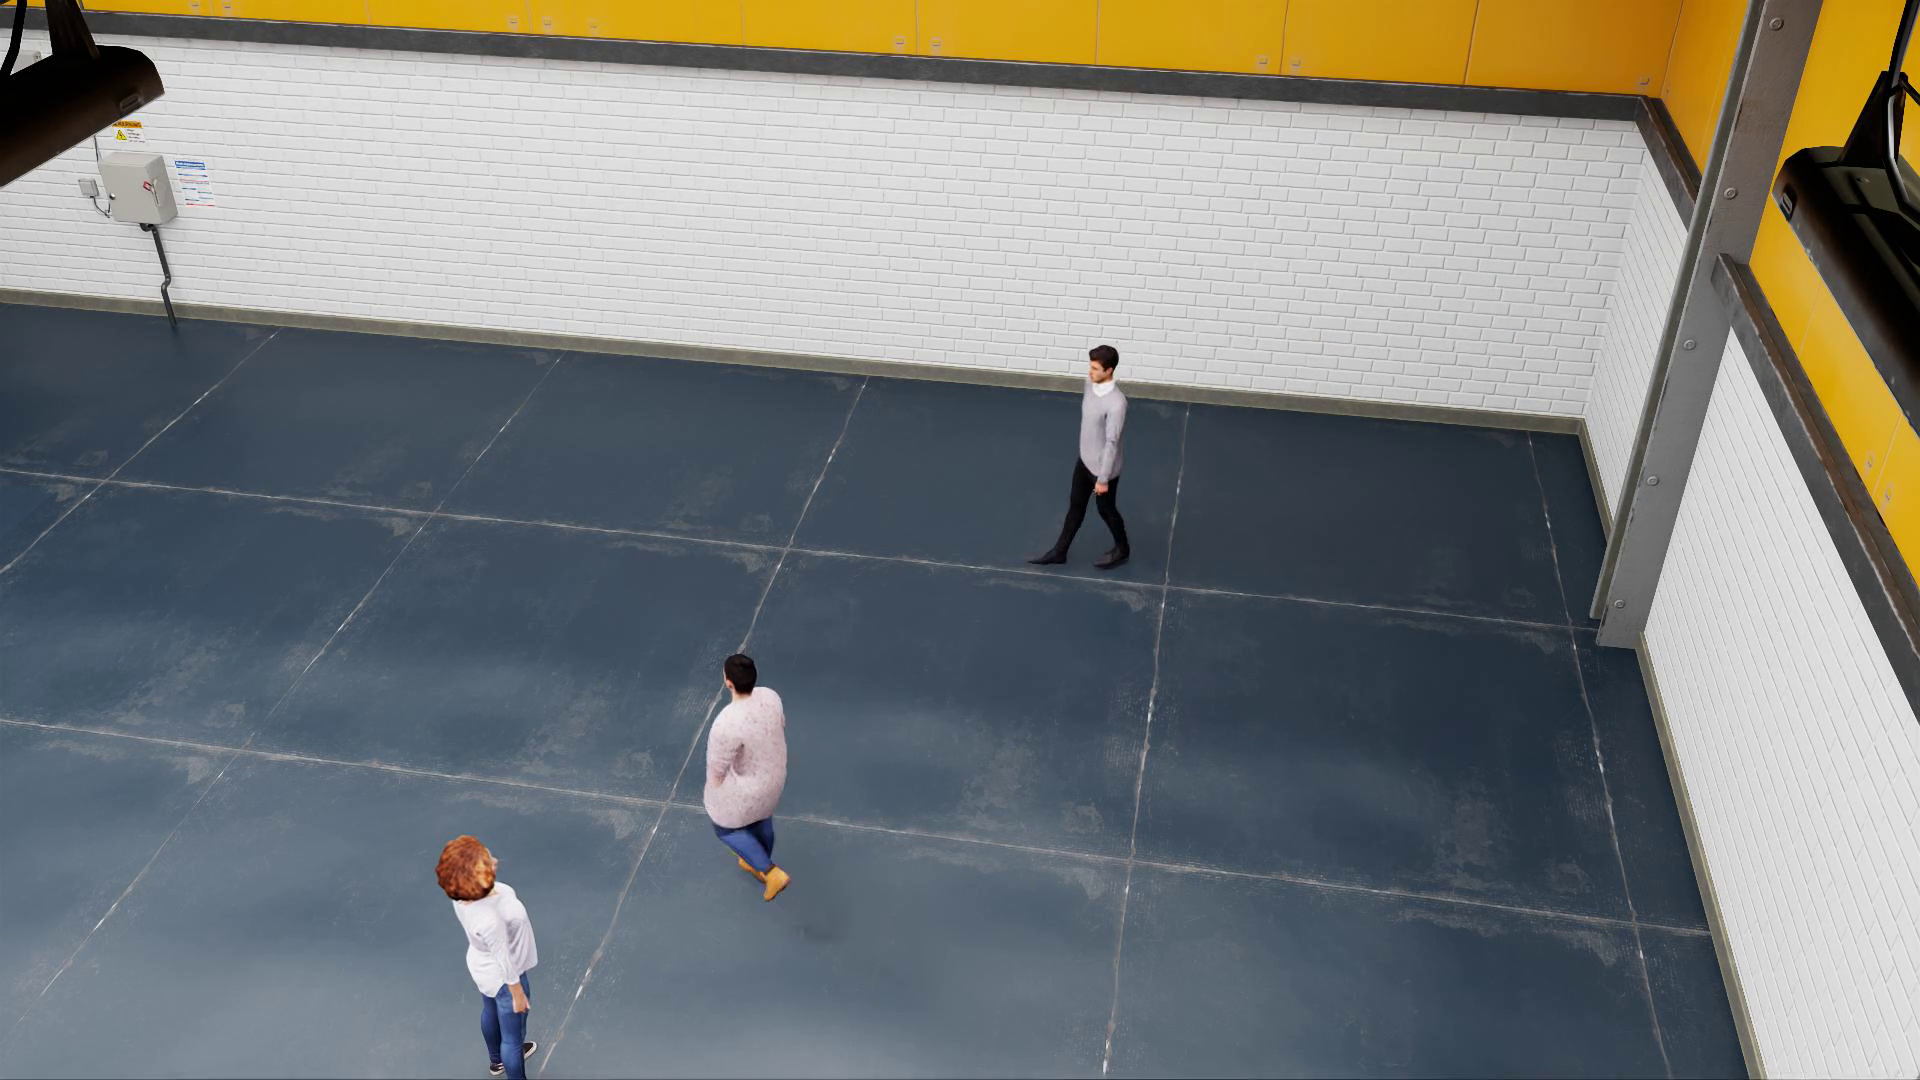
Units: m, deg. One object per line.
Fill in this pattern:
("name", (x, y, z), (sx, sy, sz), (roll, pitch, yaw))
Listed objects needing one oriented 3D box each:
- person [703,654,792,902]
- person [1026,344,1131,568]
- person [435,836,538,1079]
("person", (-1.172, 1.409, 9.635), (0.939, 1.733, 0.899), (23, 40, 31))
("person", (1.124, -0.601, 12.517), (1.154, 1.890, 1.165), (-12, 35, -18))
("person", (-2.378, 2.184, 8.487), (0.810, 1.713, 0.749), (-21, 39, -28))
